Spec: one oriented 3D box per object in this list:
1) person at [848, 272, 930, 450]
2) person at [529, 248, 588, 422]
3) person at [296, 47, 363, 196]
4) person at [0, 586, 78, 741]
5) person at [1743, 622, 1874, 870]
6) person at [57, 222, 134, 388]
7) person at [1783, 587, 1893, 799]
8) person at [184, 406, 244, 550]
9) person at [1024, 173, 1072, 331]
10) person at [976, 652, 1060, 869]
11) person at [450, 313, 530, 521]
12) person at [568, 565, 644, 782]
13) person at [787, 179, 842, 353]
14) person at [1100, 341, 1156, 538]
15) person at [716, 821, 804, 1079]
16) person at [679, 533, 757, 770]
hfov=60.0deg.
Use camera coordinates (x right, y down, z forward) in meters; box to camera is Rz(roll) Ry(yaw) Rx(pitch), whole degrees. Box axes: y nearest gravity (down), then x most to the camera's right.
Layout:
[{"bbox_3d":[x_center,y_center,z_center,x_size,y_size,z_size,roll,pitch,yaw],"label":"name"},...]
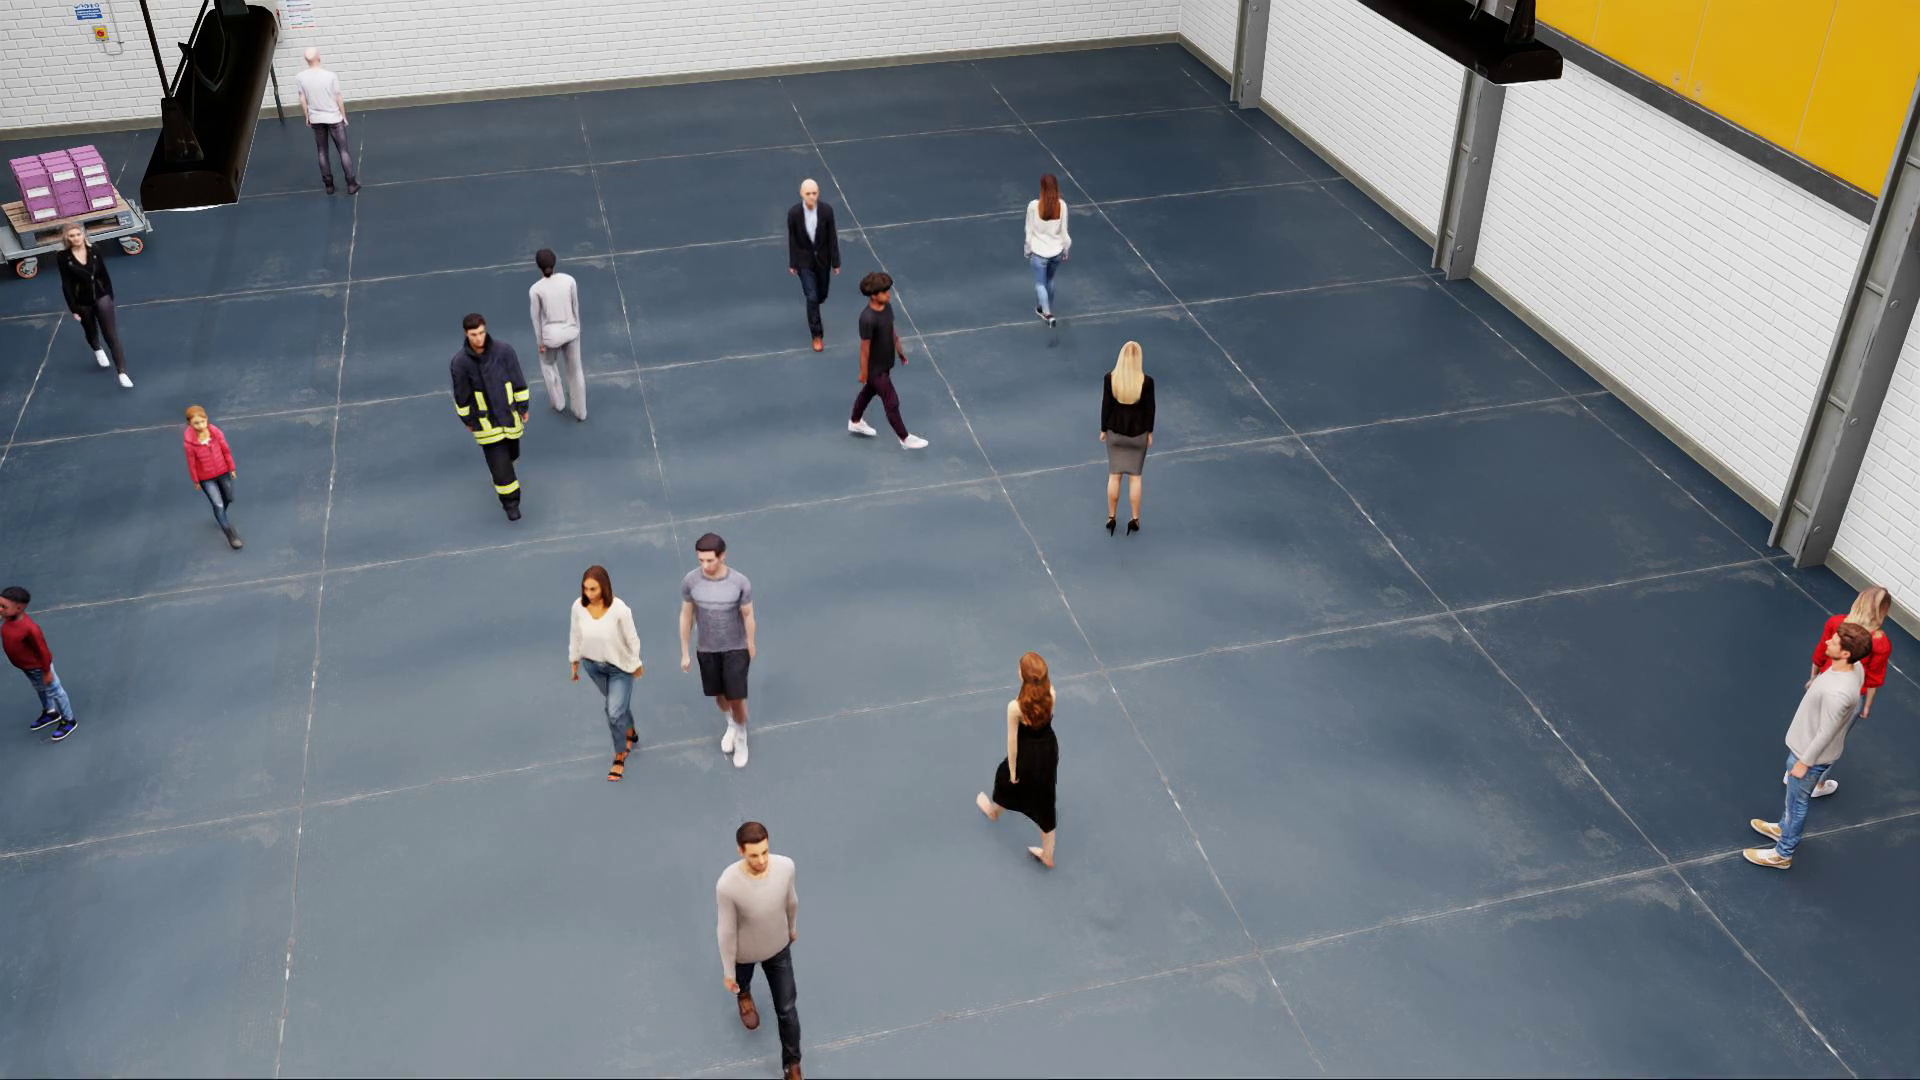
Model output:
[{"bbox_3d":[-0.831,-1.678,15.465,1.060,1.737,1.127,10,35,15],"label":"person"},{"bbox_3d":[-3.785,-1.917,15.843,0.721,1.716,0.789,-15,36,-21],"label":"person"},{"bbox_3d":[-7.898,-5.222,20.713,0.694,1.831,0.636,-3,34,-4],"label":"person"},{"bbox_3d":[-6.717,0.867,12.070,0.585,1.256,0.648,19,38,26],"label":"person"},{"bbox_3d":[5.545,1.331,10.786,0.803,1.905,0.746,18,38,25],"label":"person"},{"bbox_3d":[-8.691,-2.375,16.597,0.886,1.645,1.239,-21,39,-28],"label":"person"},{"bbox_3d":[6.032,1.035,11.414,0.746,1.703,0.586,-24,41,-32],"label":"person"},{"bbox_3d":[-6.393,-0.575,14.198,0.735,1.302,0.895,-27,42,-34],"label":"person"},{"bbox_3d":[0.928,-2.994,17.504,0.618,1.671,0.965,-6,34,-9],"label":"person"},{"bbox_3d":[0.527,1.476,10.852,0.740,1.589,1.061,-18,38,-25],"label":"person"},{"bbox_3d":[-4.083,-1.161,14.539,0.972,1.900,1.258,-18,38,-25],"label":"person"},{"bbox_3d":[-2.434,0.841,11.740,0.832,1.666,0.901,12,35,17],"label":"person"},{"bbox_3d":[-1.534,-2.922,17.306,0.714,1.772,1.125,-7,34,-10],"label":"person"},{"bbox_3d":[1.417,-0.853,14.128,0.680,1.844,0.674,5,34,7],"label":"person"},{"bbox_3d":[-1.184,2.262,9.458,0.783,1.824,1.244,-14,36,-20],"label":"person"},{"bbox_3d":[-1.667,0.692,11.798,0.778,1.849,0.825,4,34,6],"label":"person"}]
